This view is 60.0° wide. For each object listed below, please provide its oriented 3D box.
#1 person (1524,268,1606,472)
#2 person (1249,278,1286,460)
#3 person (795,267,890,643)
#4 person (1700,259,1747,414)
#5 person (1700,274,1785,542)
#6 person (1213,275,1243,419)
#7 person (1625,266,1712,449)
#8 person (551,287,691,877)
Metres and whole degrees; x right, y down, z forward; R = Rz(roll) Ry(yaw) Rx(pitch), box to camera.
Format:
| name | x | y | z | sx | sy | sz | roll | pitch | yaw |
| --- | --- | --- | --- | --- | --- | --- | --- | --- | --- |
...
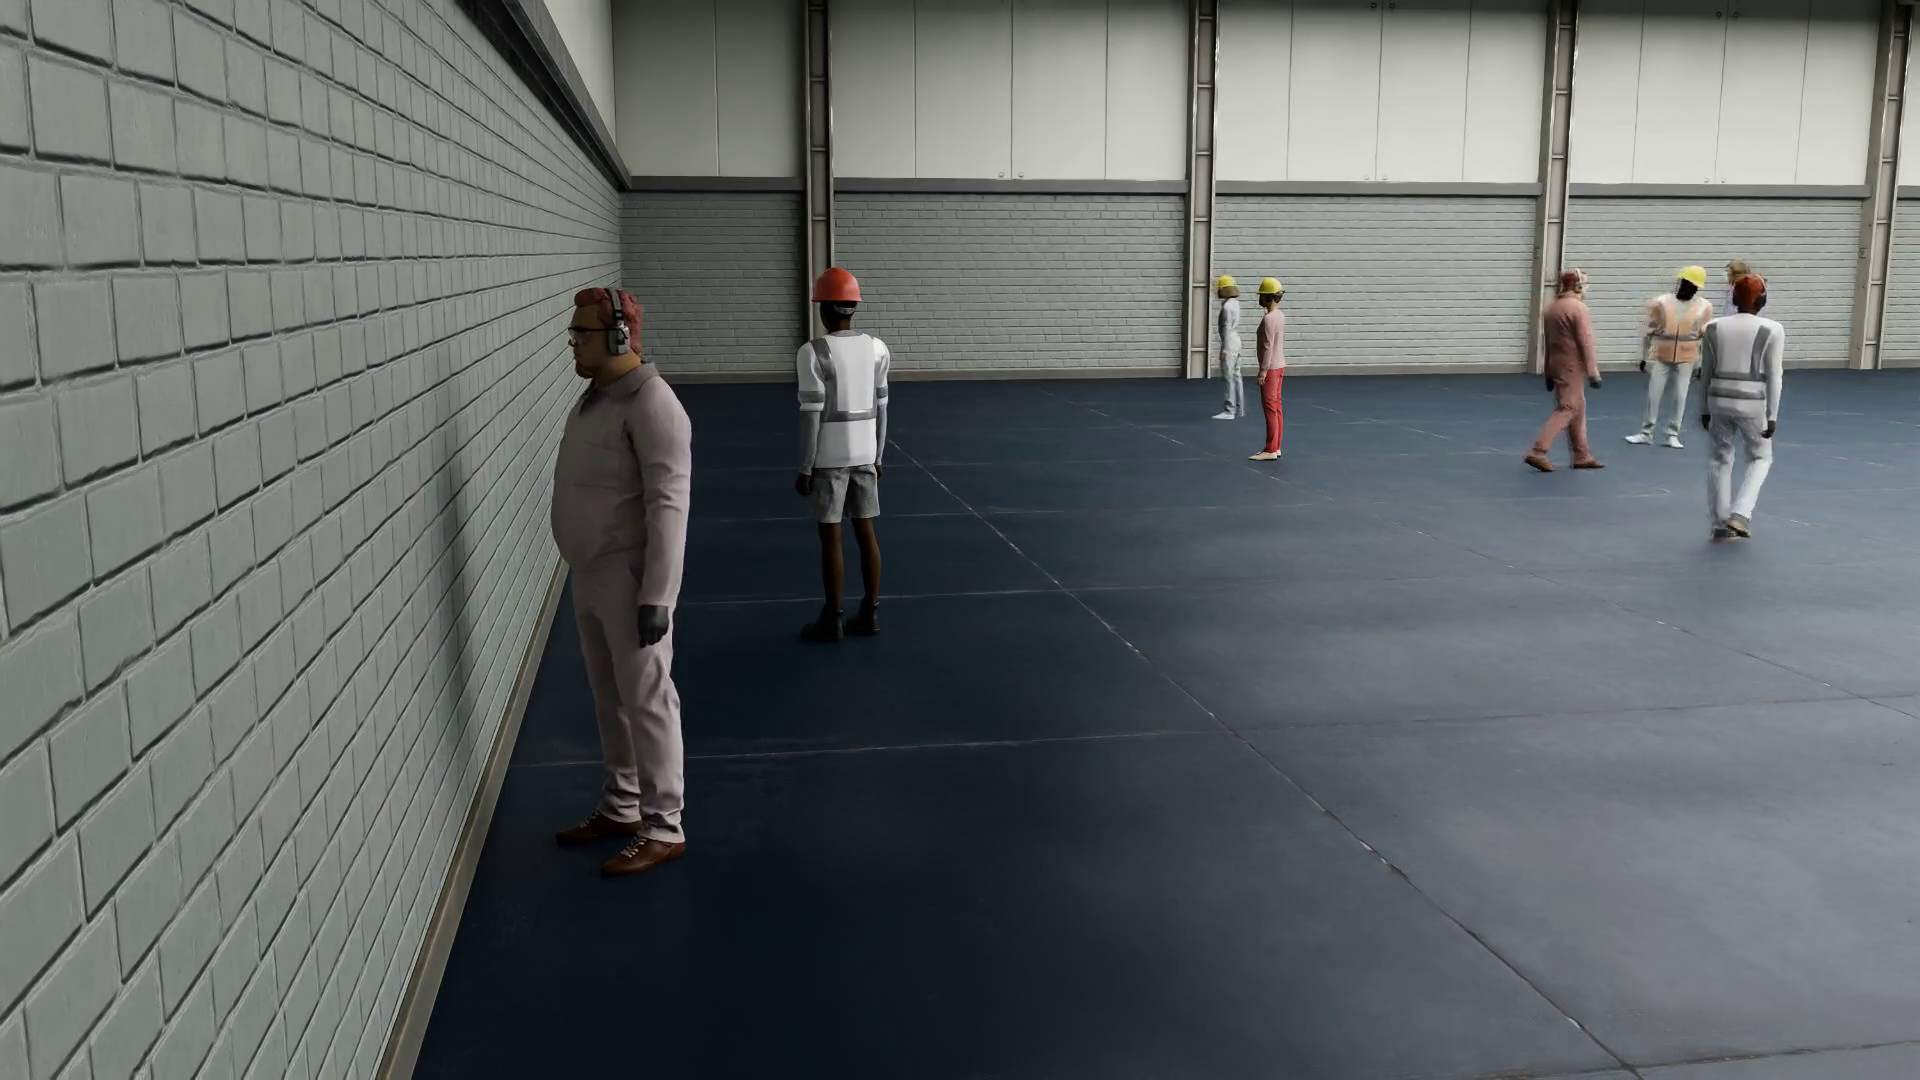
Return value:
| name | x | y | z | sx | sy | sz | roll | pitch | yaw |
| --- | --- | --- | --- | --- | --- | --- | --- | --- | --- |
| person | 5.605 | -1.555 | 15.293 | 0.759 | 1.893 | 0.648 | 0 | 10 | -1 |
| person | 2.996 | -1.653 | 16.153 | 0.311 | 1.769 | 0.525 | 4 | 11 | 22 |
| person | -0.624 | -0.434 | 8.636 | 0.545 | 1.939 | 0.354 | -8 | 13 | -39 |
| person | 9.285 | -2.433 | 20.184 | 0.671 | 1.920 | 0.654 | 5 | 11 | 29 |
| person | 5.415 | -0.904 | 11.552 | 0.413 | 1.872 | 0.578 | -9 | 14 | -43 |
| person | 3.243 | -2.334 | 20.152 | 0.321 | 1.741 | 0.494 | 4 | 11 | 23 |
| person | 7.315 | -1.871 | 17.089 | 0.703 | 1.877 | 0.490 | 5 | 11 | 25 |
| person | -1.132 | 0.134 | 5.465 | 0.407 | 1.908 | 0.664 | -7 | 12 | -35 |
